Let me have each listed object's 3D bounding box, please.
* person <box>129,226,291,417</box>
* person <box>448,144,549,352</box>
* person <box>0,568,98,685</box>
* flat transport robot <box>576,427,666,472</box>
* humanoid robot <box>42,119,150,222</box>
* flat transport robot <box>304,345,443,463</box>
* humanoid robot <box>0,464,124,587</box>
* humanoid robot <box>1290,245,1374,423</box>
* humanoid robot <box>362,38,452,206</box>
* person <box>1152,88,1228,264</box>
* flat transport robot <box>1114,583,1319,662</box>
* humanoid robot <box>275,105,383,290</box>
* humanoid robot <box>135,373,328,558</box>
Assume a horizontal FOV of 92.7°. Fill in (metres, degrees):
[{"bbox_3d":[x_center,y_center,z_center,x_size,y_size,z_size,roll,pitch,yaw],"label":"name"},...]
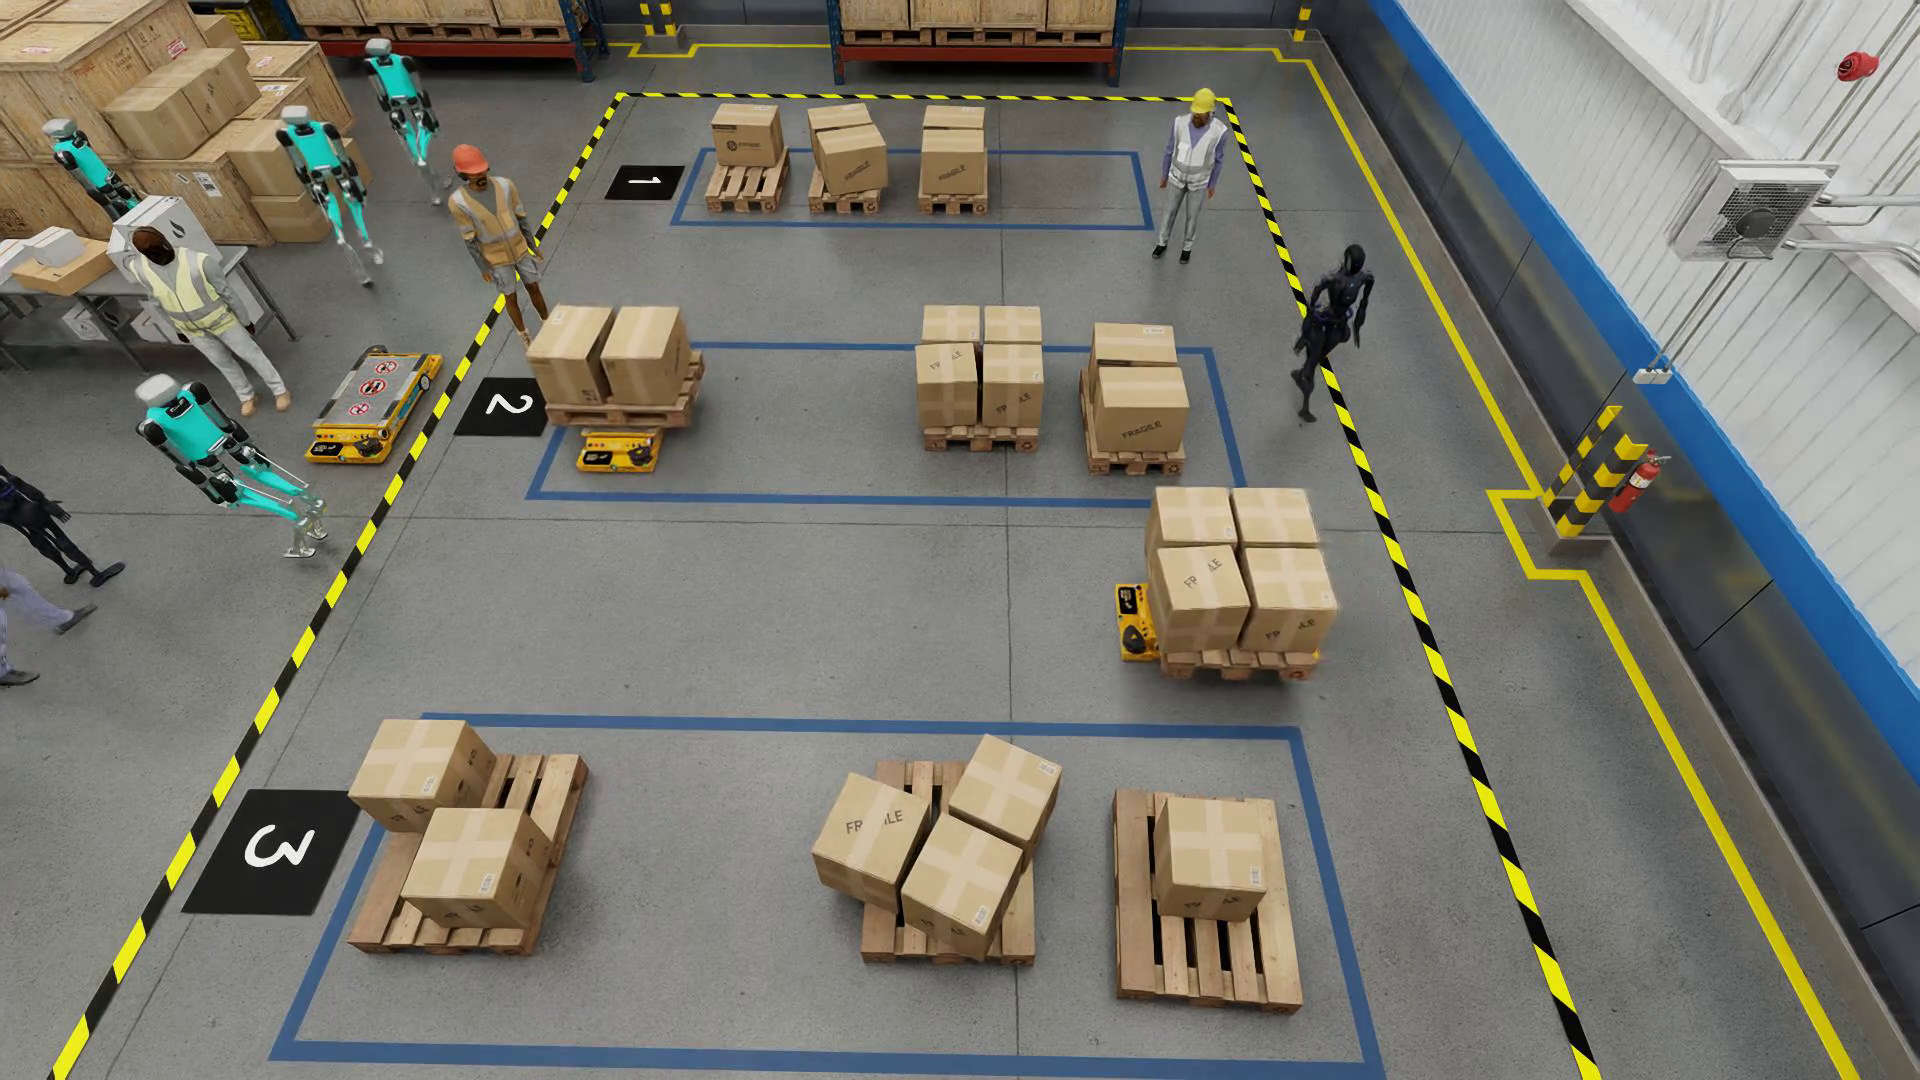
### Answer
[{"bbox_3d":[-6.476,-1.873,7.931,0.631,1.834,0.429,-11,51,-9],"label":"person"},{"bbox_3d":[-4.158,-2.632,8.431,0.367,2.048,0.606,35,58,26],"label":"person"},{"bbox_3d":[-6.792,0.278,6.187,0.537,1.715,0.761,25,54,20],"label":"person"},{"bbox_3d":[-2.984,-1.195,8.360,0.652,0.197,1.431,1,50,1],"label":"flat transport robot"},{"bbox_3d":[-8.227,-3.376,9.225,0.692,1.738,0.530,-14,51,-11],"label":"humanoid robot"},{"bbox_3d":[-5.383,-1.269,8.441,0.659,0.231,1.431,1,50,1],"label":"flat transport robot"},{"bbox_3d":[-6.919,-0.288,6.678,0.599,1.657,0.315,10,50,8],"label":"humanoid robot"},{"bbox_3d":[3.259,-1.834,8.028,0.583,1.623,0.788,-7,50,-6],"label":"humanoid robot"},{"bbox_3d":[-6.192,-4.564,10.300,0.531,1.777,1.018,-6,50,-5],"label":"humanoid robot"},{"bbox_3d":[2.375,-3.753,9.518,0.601,1.830,0.404,18,52,15],"label":"person"},{"bbox_3d":[1.908,0.583,6.856,1.431,0.197,0.652,1,50,1],"label":"flat transport robot"},{"bbox_3d":[-6.304,-3.379,9.290,0.530,1.777,1.011,-17,52,-14],"label":"humanoid robot"},{"bbox_3d":[-5.171,-0.477,6.720,0.735,1.677,0.533,9,50,8],"label":"humanoid robot"}]
